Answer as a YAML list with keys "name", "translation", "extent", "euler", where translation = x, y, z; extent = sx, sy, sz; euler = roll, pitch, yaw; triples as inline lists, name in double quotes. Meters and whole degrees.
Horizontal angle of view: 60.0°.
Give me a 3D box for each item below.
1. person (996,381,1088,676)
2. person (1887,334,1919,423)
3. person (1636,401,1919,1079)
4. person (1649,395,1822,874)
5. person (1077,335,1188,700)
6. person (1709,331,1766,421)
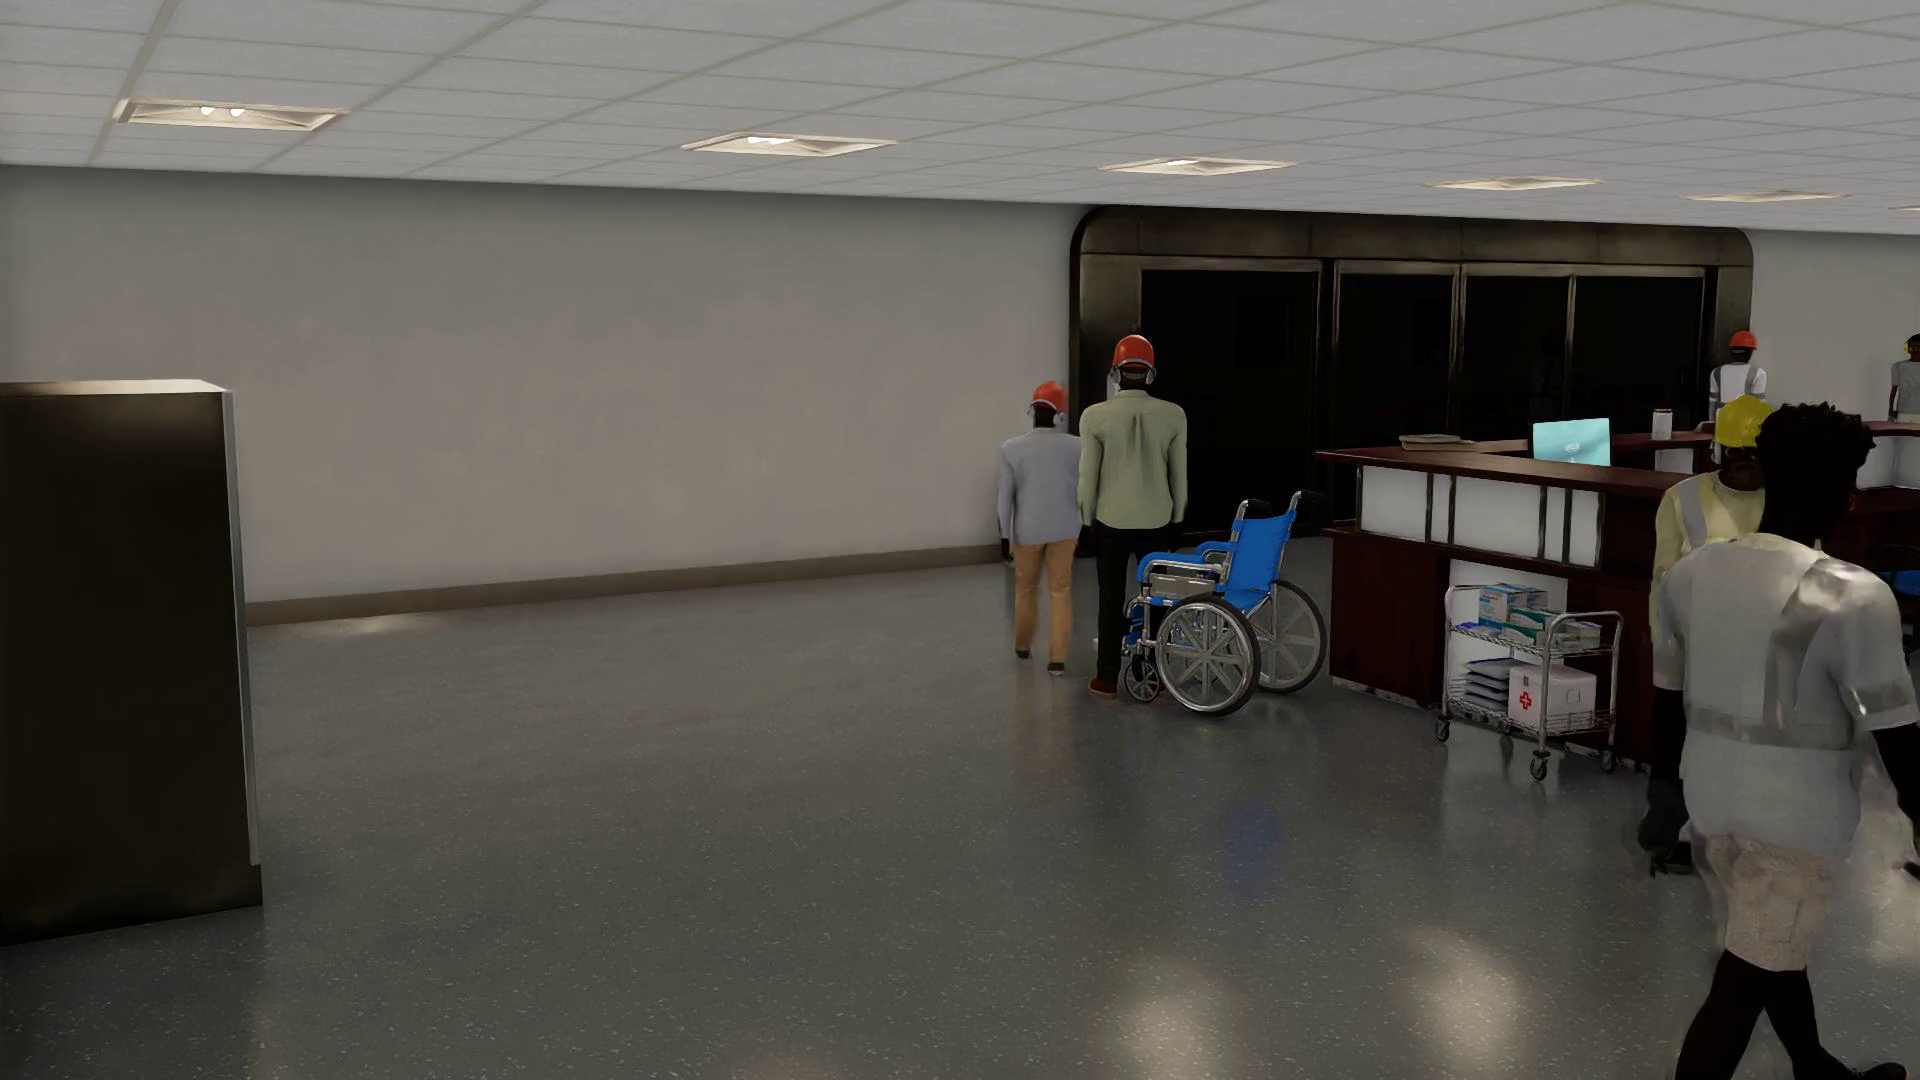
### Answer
- name: "person"
  translation: [0.498, -0.082, 9.842]
  extent: [0.583, 1.712, 0.758]
  euler: [0, 8, -3]
- name: "person"
  translation: [11.092, -1.467, 19.375]
  extent: [0.500, 1.860, 0.328]
  euler: [4, 9, 24]
- name: "person"
  translation: [2.040, 0.632, 3.969]
  extent: [0.975, 1.909, 0.613]
  euler: [-2, 8, -15]
- name: "person"
  translation: [2.892, 0.369, 6.218]
  extent: [0.599, 1.822, 0.414]
  euler: [2, 8, 13]
- name: "person"
  translation: [0.938, -0.117, 9.090]
  extent: [0.613, 1.994, 0.381]
  euler: [-1, 8, -7]
- name: "person"
  translation: [7.727, -1.111, 16.529]
  extent: [0.381, 1.928, 0.546]
  euler: [-7, 10, -41]
